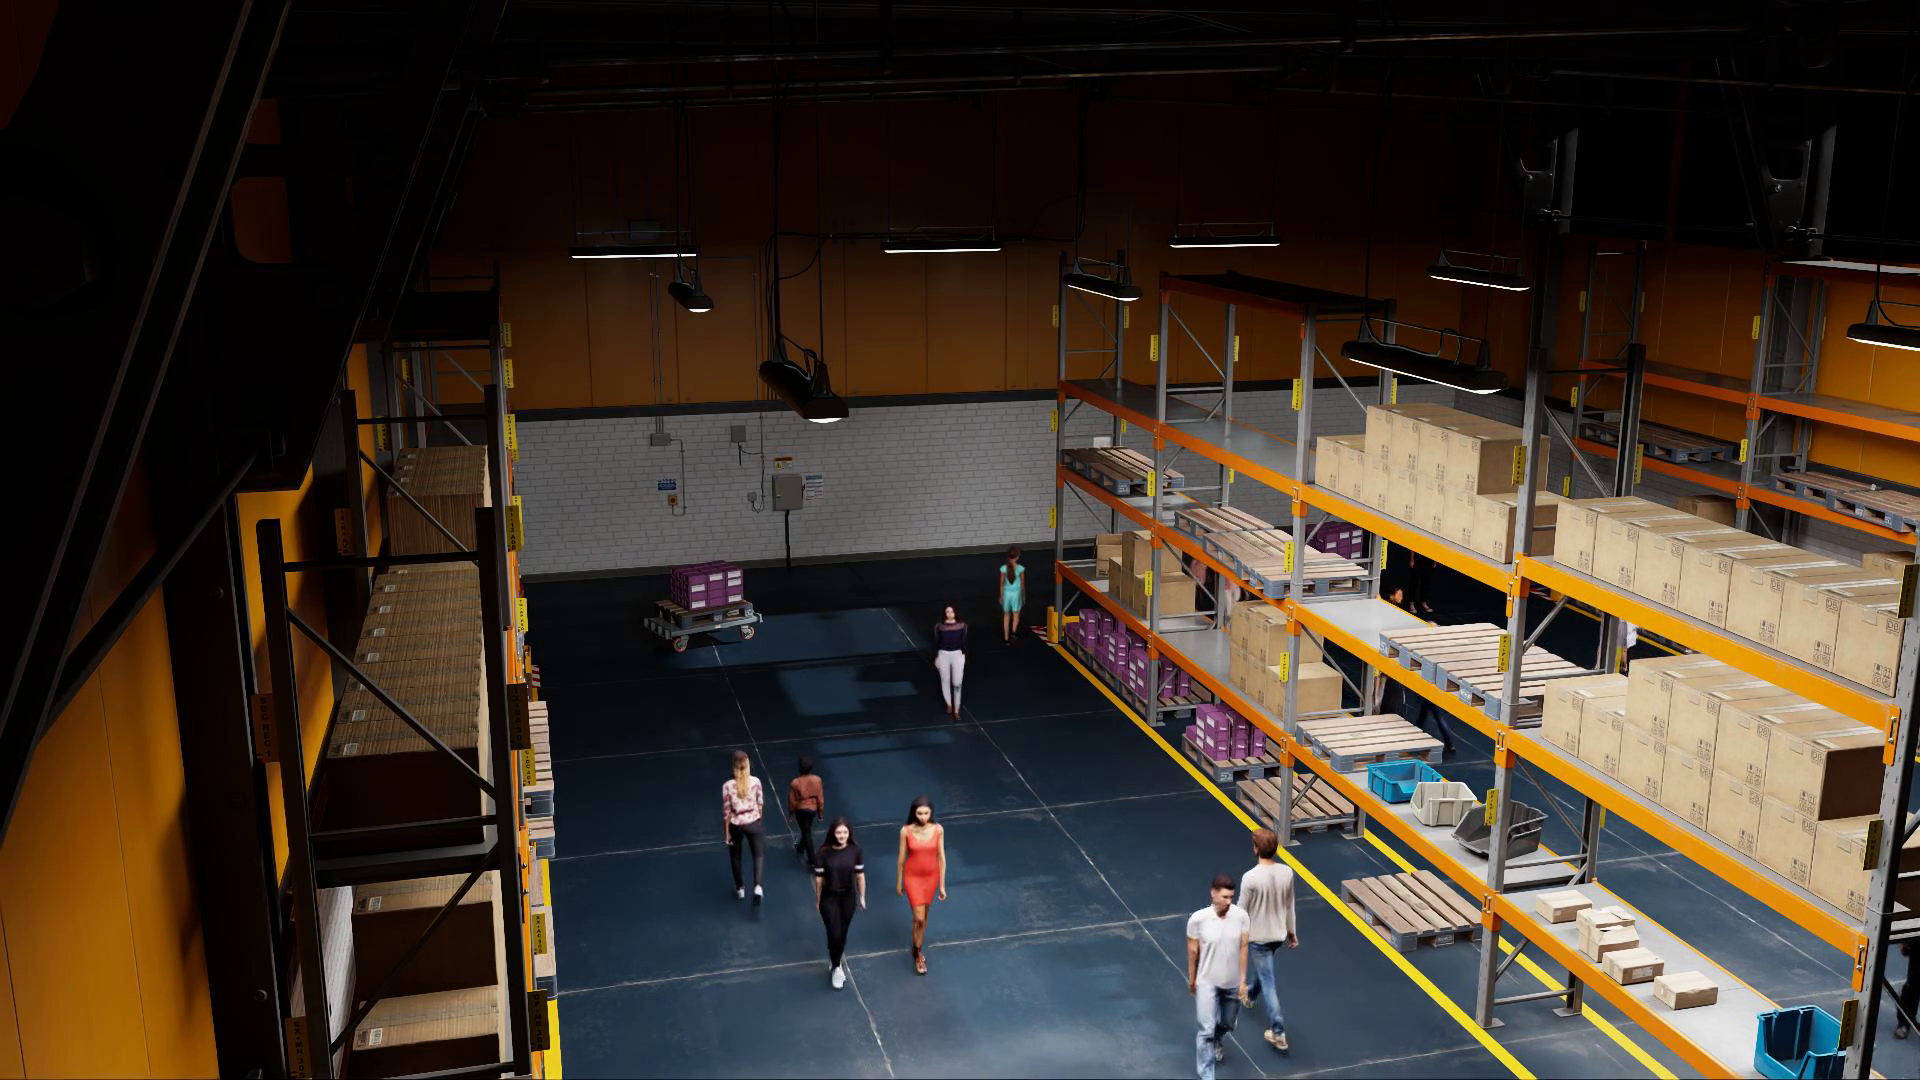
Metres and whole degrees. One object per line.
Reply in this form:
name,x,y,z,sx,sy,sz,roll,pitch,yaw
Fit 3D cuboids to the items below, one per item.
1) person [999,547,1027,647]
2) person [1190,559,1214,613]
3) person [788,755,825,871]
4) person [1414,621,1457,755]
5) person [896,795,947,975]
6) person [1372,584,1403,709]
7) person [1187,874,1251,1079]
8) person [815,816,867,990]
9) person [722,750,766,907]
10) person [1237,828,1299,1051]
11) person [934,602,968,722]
person,0.810,0.879,25.497,0.681,1.548,0.758,0,14,-1
person,3.780,0.697,26.804,0.834,1.287,0.723,12,18,40
person,-1.627,2.925,17.742,0.665,1.222,0.940,-7,15,-27
person,6.050,1.907,21.004,0.926,1.665,1.224,-10,17,-35
person,-0.389,3.179,15.676,0.605,1.700,0.738,-4,14,-17
person,5.724,1.438,22.710,0.783,1.773,0.846,-12,18,-40
person,2.127,3.589,13.710,0.796,1.828,1.158,-1,14,-4
person,-1.139,3.289,15.381,0.645,1.626,0.658,-6,15,-22
person,-2.168,2.937,16.853,0.590,1.617,0.970,-3,14,-10
person,2.658,3.456,14.242,0.753,1.836,1.240,-5,14,-20
person,-0.136,1.603,22.430,0.724,1.585,0.916,0,14,1
